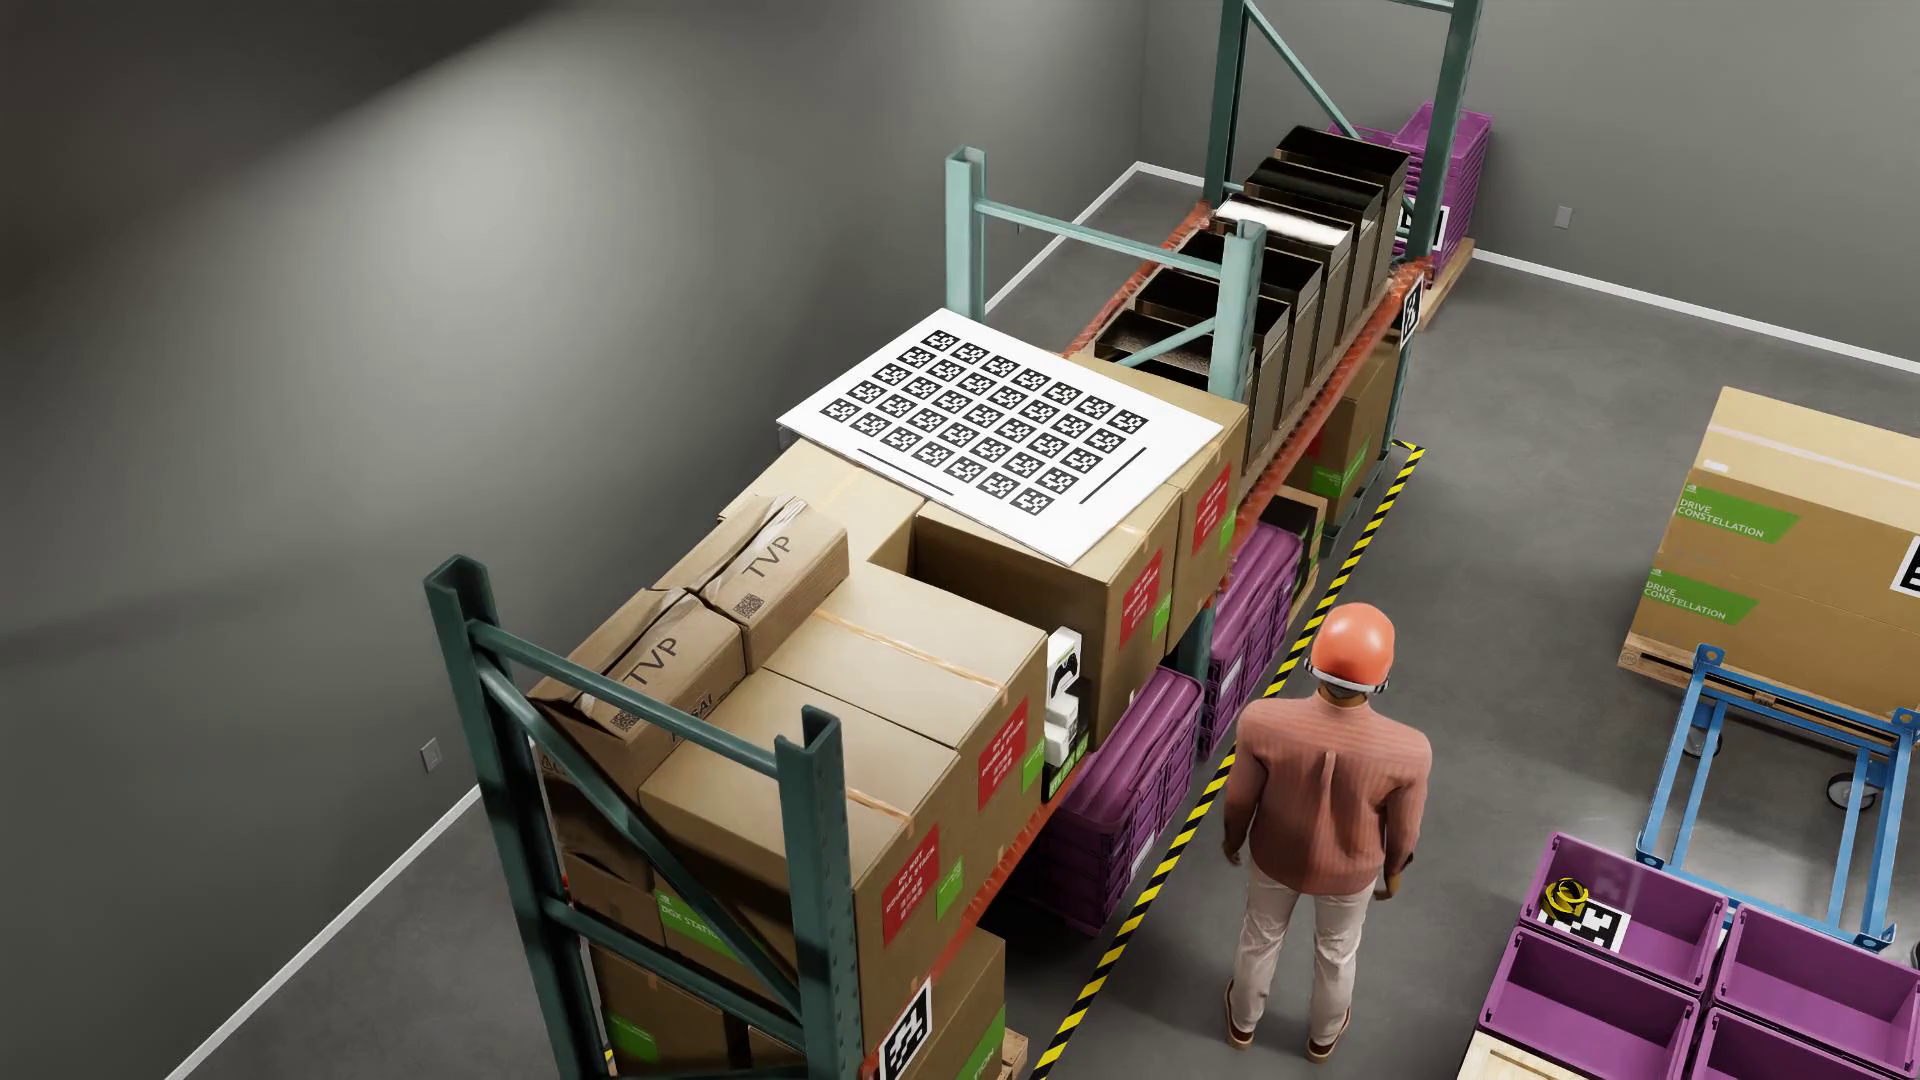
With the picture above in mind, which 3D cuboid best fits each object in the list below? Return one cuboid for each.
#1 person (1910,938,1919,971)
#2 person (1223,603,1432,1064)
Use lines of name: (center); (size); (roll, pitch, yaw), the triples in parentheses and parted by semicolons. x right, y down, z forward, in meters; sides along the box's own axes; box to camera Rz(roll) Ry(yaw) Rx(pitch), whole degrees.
person: (3.706, 0.948, 5.548); (0.586, 1.833, 0.403); (23, 45, 25)
person: (1.148, 0.986, 5.377); (0.608, 1.996, 0.381); (11, 41, 13)
